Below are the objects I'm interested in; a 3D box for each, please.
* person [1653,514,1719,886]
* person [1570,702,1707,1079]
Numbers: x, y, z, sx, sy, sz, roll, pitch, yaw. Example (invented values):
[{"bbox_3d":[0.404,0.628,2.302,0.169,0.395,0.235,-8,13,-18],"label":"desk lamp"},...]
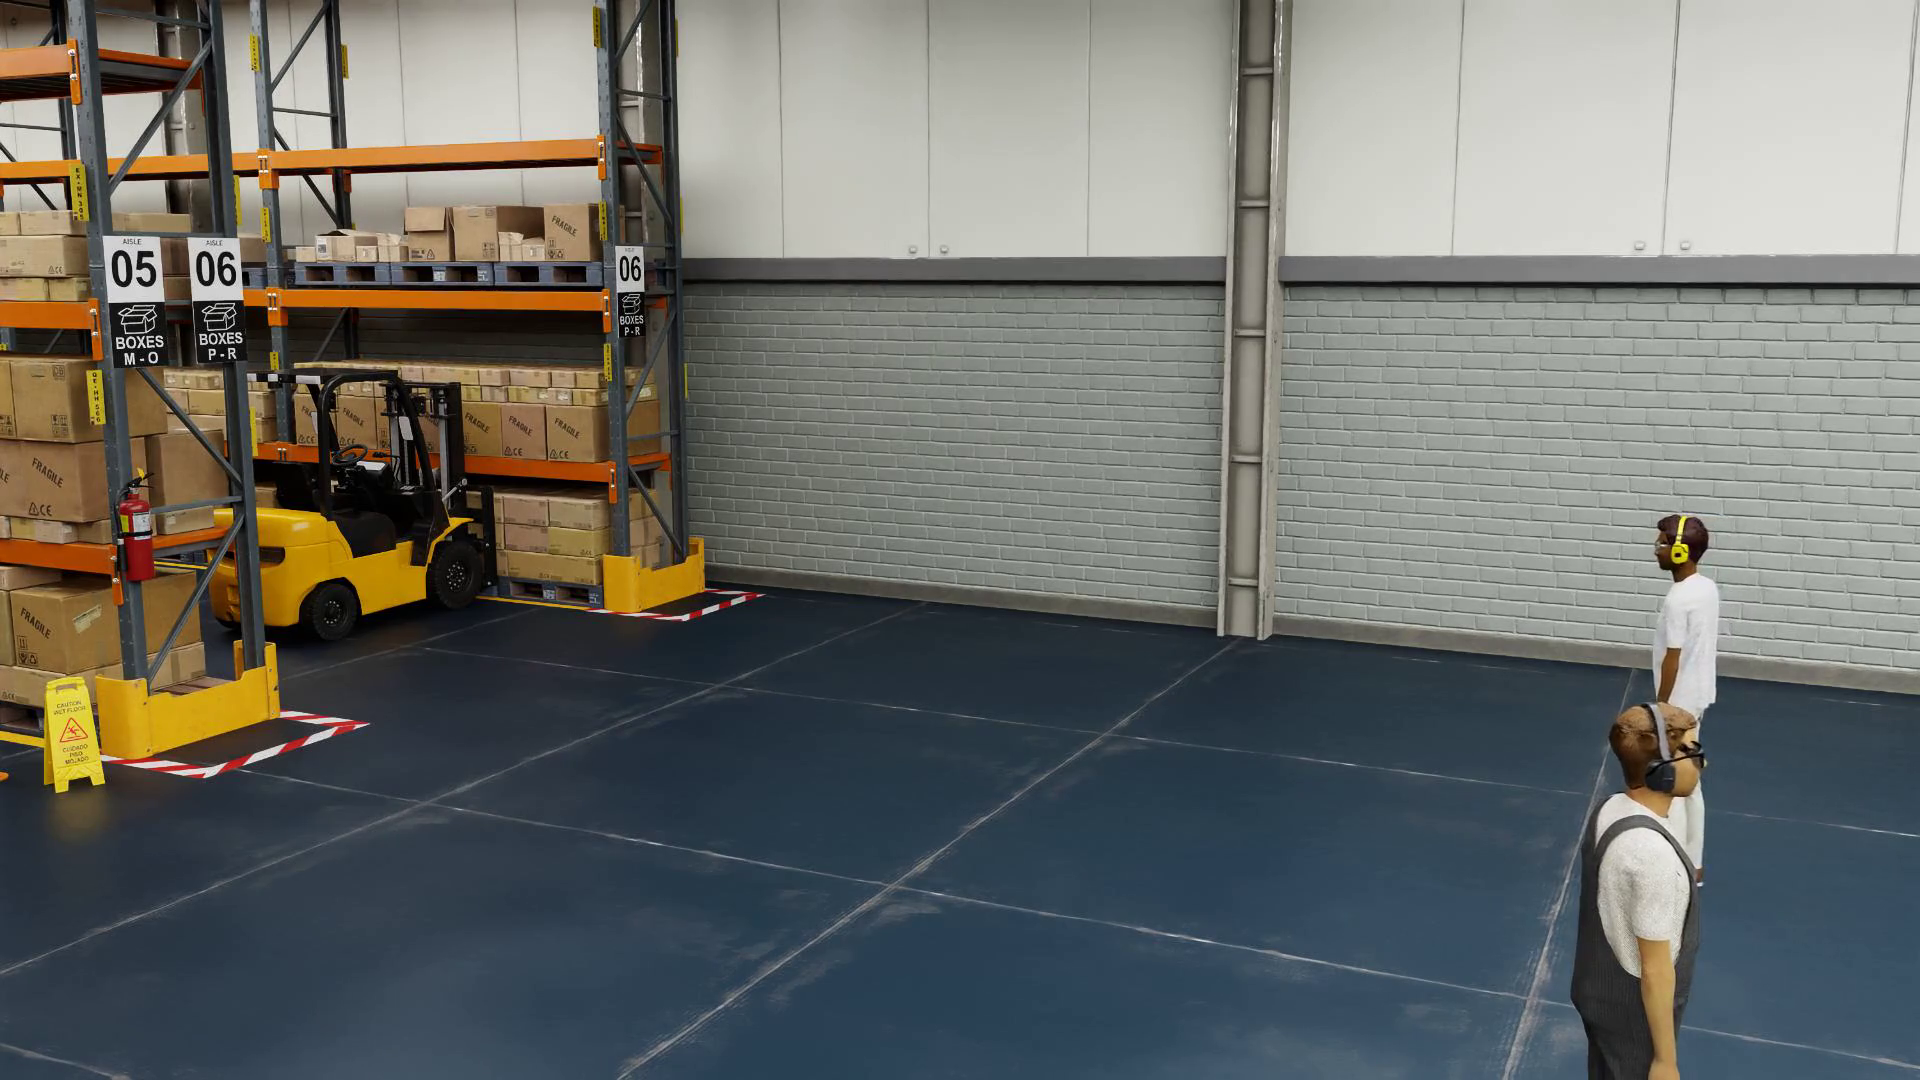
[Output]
[{"bbox_3d":[3.465,0.803,8.050,0.321,1.864,0.514,8,12,40],"label":"person"},{"bbox_3d":[1.911,1.358,4.693,0.345,1.847,0.506,1,9,4],"label":"person"}]
